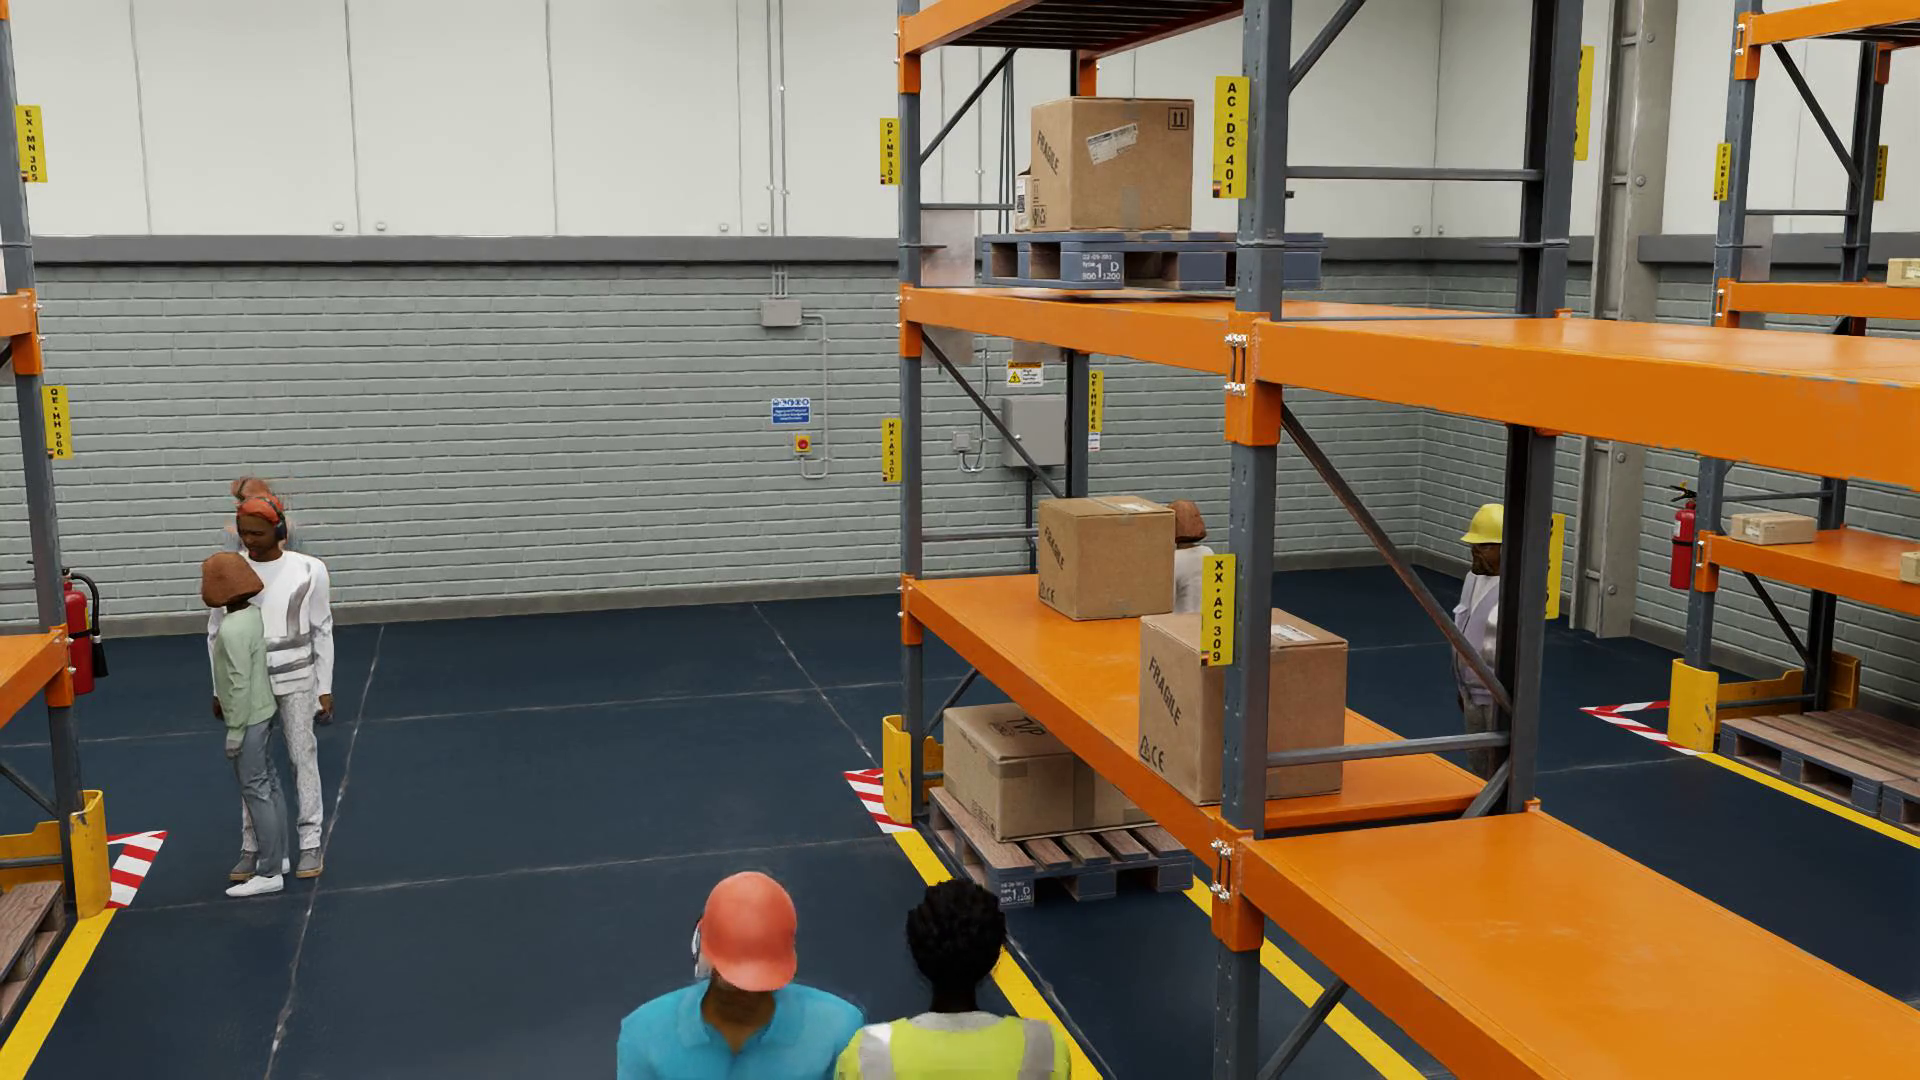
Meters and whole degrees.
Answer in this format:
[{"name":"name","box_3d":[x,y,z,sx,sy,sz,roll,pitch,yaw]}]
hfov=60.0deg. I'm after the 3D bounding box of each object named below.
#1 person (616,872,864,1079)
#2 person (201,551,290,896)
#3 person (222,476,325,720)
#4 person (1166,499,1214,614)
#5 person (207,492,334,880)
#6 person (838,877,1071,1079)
[{"name":"person","box_3d":[-0.494,1.544,3.649,0.594,1.728,0.436,1,10,5]},{"name":"person","box_3d":[-3.373,0.858,7.845,0.278,1.631,0.505,-2,10,-11]},{"name":"person","box_3d":[-4.428,0.387,10.633,0.845,1.602,0.533,6,12,32]},{"name":"person","box_3d":[1.249,0.583,9.410,0.280,1.633,0.502,9,13,41]},{"name":"person","box_3d":[-3.310,0.703,8.007,0.573,1.887,0.355,-1,10,-6]},{"name":"person","box_3d":[-0.009,1.580,3.613,0.538,1.684,0.540,0,10,-2]}]
